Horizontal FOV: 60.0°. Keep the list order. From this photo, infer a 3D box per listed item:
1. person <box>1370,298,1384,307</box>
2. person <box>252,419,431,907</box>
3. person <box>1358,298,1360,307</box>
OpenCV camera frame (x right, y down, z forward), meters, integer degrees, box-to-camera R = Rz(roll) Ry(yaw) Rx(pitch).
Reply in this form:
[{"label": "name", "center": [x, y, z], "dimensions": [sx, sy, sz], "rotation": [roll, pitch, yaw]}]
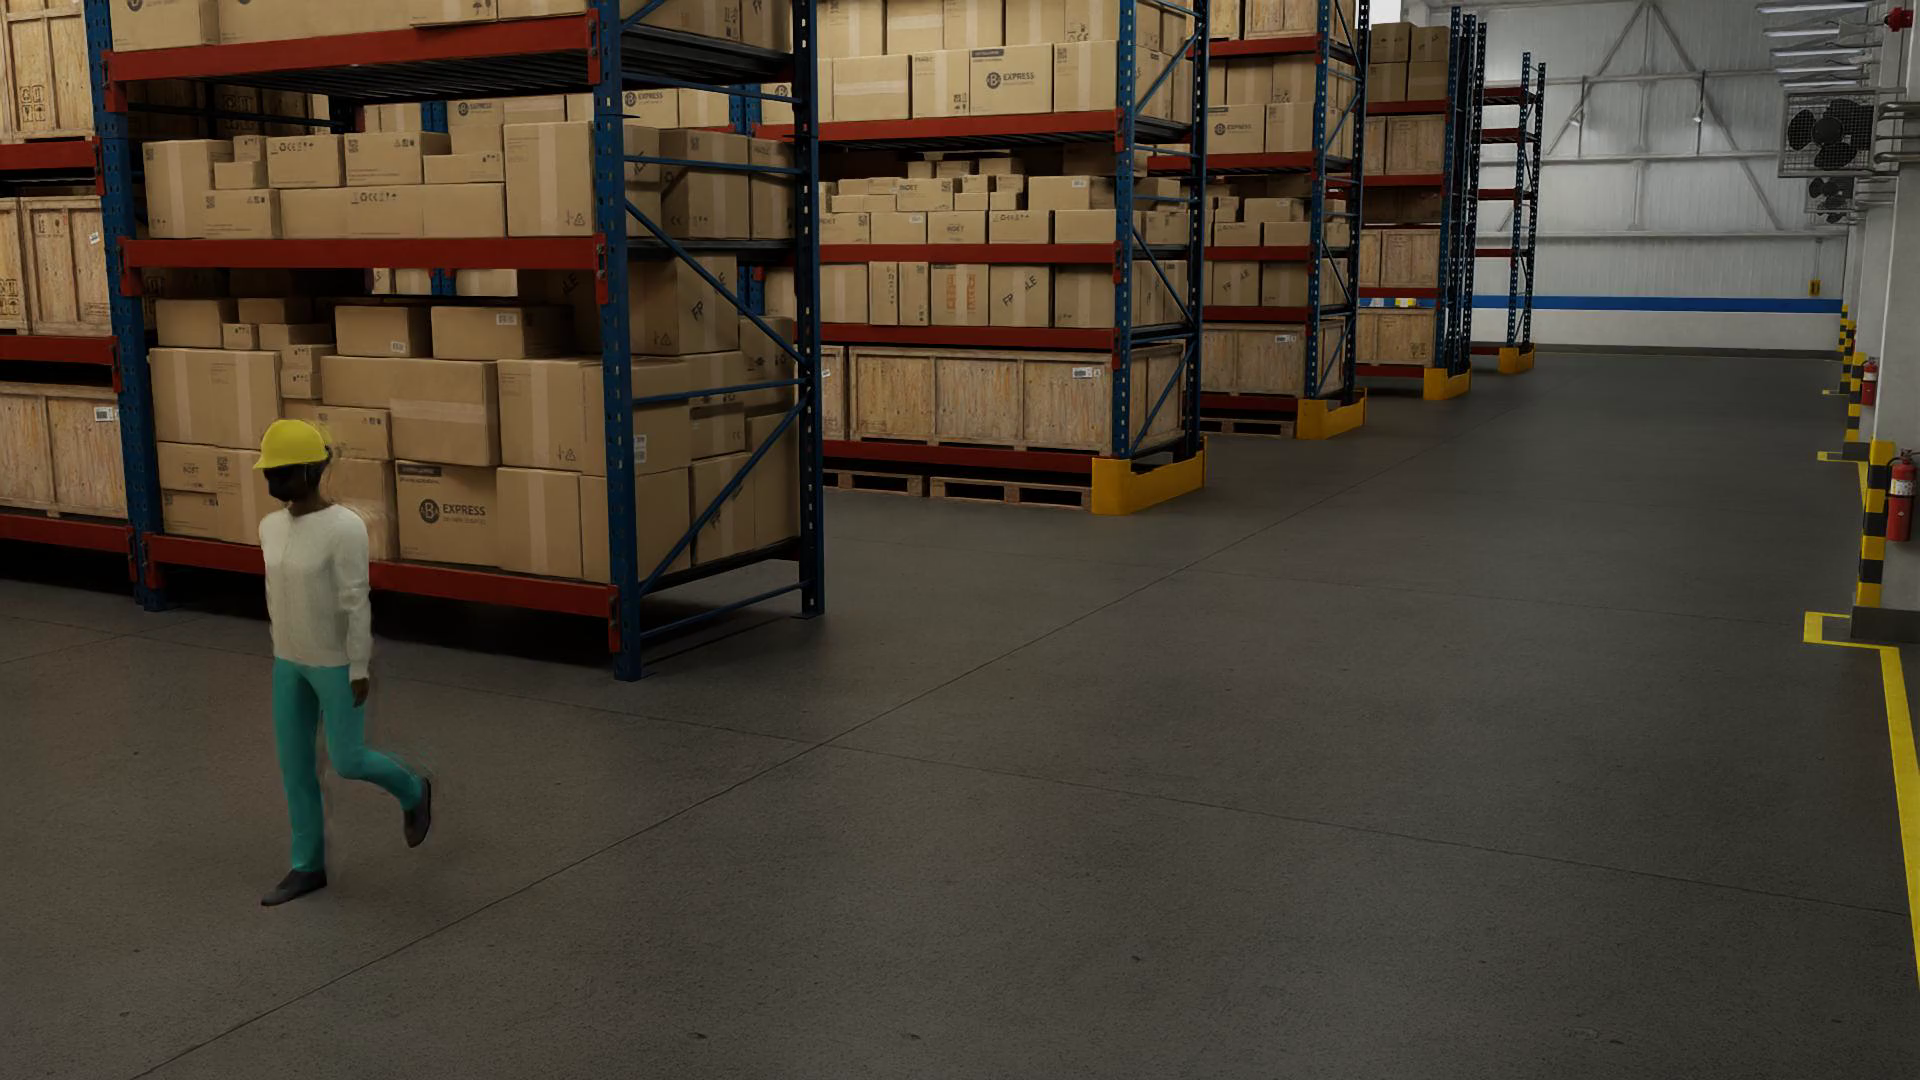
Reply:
[{"label": "person", "center": [9.781, -5.282, 39.088], "dimensions": [0.326, 1.751, 0.561], "rotation": [3, 10, 14]}, {"label": "person", "center": [-2.288, 0.417, 6.091], "dimensions": [0.522, 1.752, 0.626], "rotation": [5, 11, 25]}, {"label": "person", "center": [9.304, -5.386, 39.743], "dimensions": [0.485, 1.736, 0.308], "rotation": [3, 10, 18]}]
